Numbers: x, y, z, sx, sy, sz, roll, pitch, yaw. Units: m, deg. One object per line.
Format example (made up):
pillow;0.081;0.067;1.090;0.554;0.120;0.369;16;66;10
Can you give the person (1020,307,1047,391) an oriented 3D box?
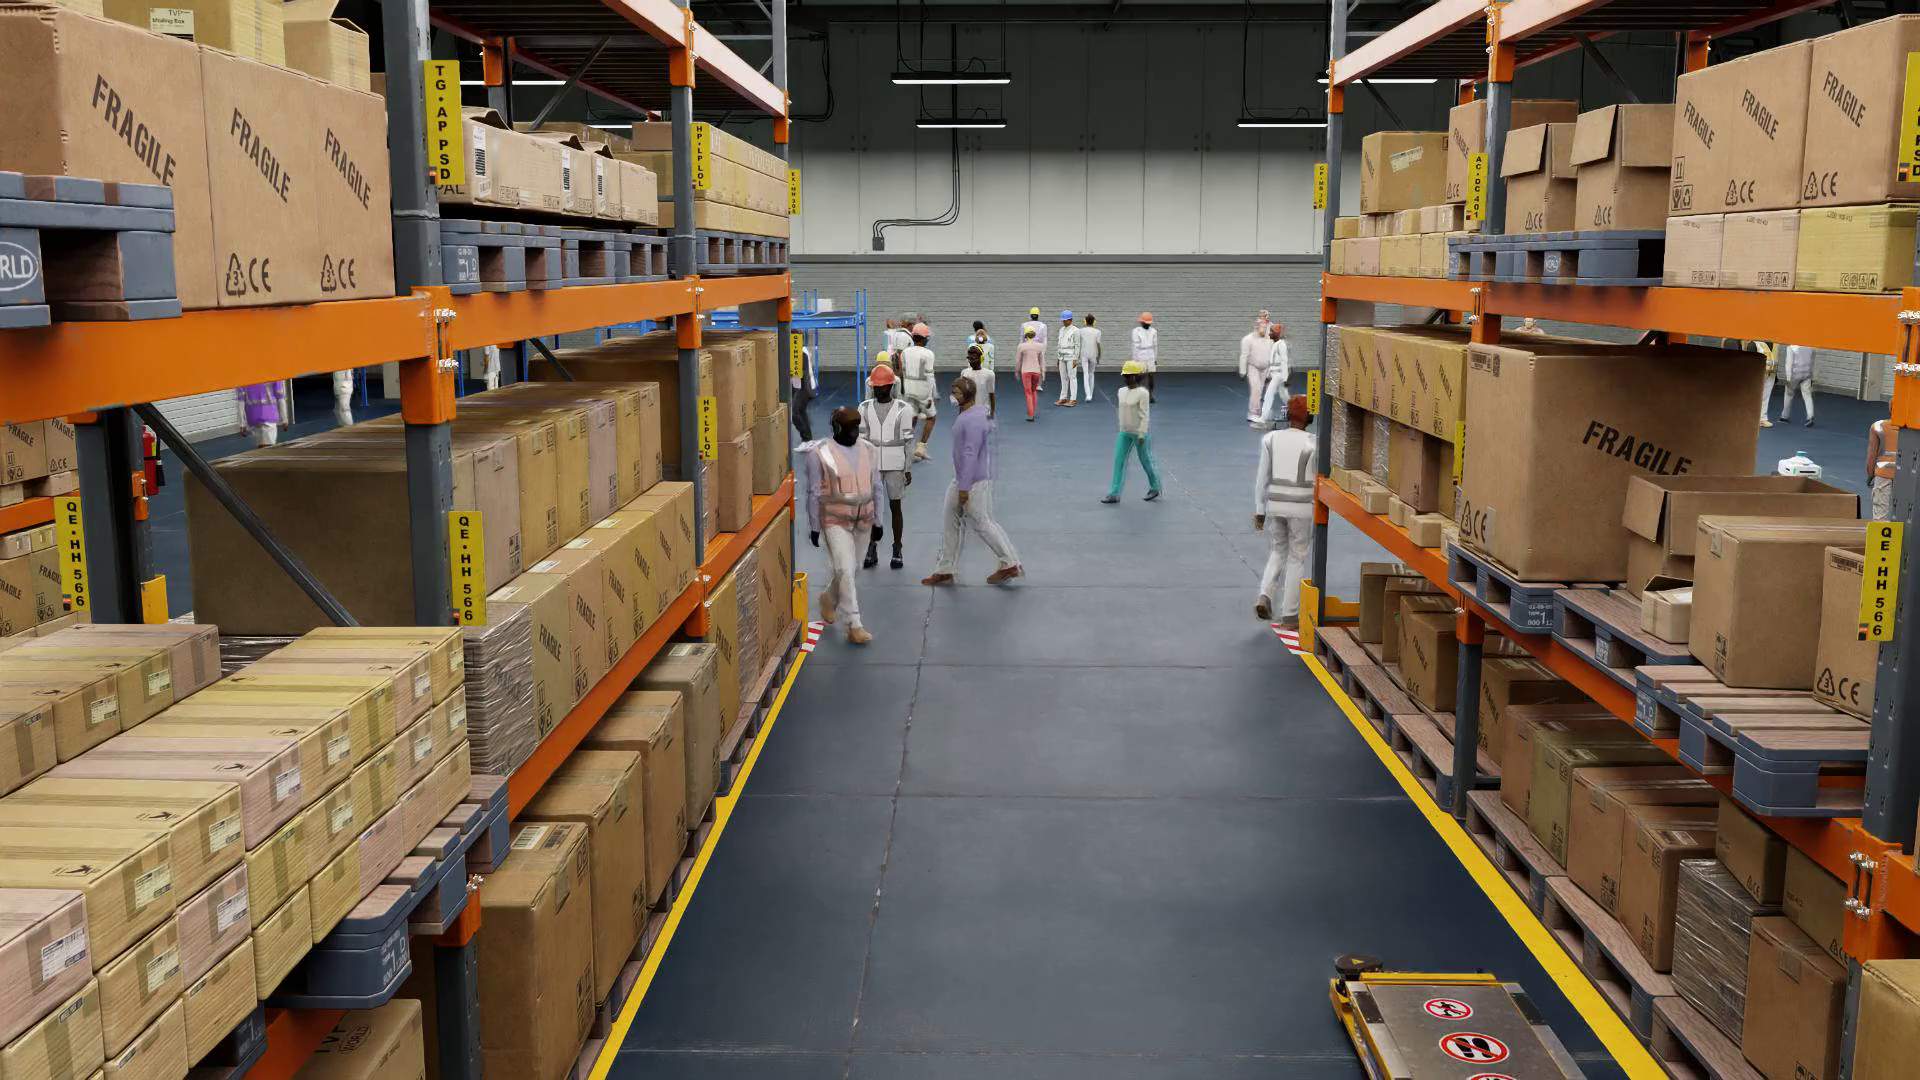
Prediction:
person;1.642;-4.240;37.182;0.611;1.899;0.770;1;9;3

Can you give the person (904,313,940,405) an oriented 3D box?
person;-0.779;-3.652;33.716;0.632;1.889;1.021;8;13;41

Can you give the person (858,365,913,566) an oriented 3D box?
person;-0.729;-0.710;15.912;0.551;1.933;0.370;2;10;10

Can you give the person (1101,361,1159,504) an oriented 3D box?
person;2.114;-1.316;20.185;0.898;1.722;0.536;-8;13;-41

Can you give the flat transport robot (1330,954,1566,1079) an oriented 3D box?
flat transport robot;1.762;1.827;5.821;0.652;0.197;1.431;0;9;1

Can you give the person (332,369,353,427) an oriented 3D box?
person;-9.900;-2.343;26.597;0.396;1.620;0.543;-1;10;-8

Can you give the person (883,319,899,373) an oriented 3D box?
person;-1.519;-4.309;38.444;0.707;1.616;0.526;9;13;43

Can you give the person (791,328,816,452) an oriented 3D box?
person;-2.470;-2.302;25.560;0.484;1.892;0.634;-3;10;-19

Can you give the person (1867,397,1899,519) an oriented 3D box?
person;9.078;-0.600;16.142;0.512;1.639;0.312;7;12;35

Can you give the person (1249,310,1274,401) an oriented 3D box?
person;6.387;-3.887;35.030;0.401;1.906;0.651;-8;13;-41

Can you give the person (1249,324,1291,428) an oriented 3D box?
person;5.648;-2.893;29.323;0.981;1.840;0.582;0;9;3

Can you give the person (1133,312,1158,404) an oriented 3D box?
person;3.821;-3.790;34.512;0.560;1.890;0.655;-3;10;-16

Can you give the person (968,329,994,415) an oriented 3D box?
person;0.404;-3.219;31.843;0.500;1.633;0.280;0;9;0

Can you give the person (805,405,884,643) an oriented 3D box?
person;-0.910;-0.156;12.986;0.631;1.814;0.873;-6;11;-34

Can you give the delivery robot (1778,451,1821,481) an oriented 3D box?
delivery robot;10.508;-0.865;20.818;0.477;0.478;0.707;2;10;12

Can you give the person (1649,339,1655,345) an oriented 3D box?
person;9.407;-1.832;22.563;0.647;1.951;0.962;-1;10;-7

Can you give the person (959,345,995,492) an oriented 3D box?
person;0.203;-1.544;21.127;0.520;1.865;0.328;5;10;25

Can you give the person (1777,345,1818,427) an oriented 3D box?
person;15.035;-2.932;29.718;0.603;1.780;0.965;-1;10;-4

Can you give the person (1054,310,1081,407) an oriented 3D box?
person;2.181;-3.682;33.695;0.393;1.943;0.602;-7;12;-38

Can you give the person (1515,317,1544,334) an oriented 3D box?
person;11.154;-3.496;32.710;0.638;1.902;0.406;2;10;11

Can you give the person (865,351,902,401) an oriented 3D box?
person;-0.997;-1.615;21.935;0.484;1.736;0.307;1;10;5

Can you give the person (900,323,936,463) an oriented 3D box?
person;-0.600;-2.128;24.157;0.620;2.026;0.473;6;11;34

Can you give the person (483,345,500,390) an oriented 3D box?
person;-8.440;-3.011;29.926;0.311;1.863;0.510;1;10;7

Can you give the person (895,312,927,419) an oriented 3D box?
person;-1.068;-3.278;31.108;0.908;2.000;0.681;0;9;0

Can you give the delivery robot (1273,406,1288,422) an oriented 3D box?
delivery robot;5.330;-2.080;27.307;0.335;0.223;0.698;3;9;17

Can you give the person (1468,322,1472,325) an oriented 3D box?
person;10.435;-3.630;34.113;0.316;1.695;0.541;-5;11;-27

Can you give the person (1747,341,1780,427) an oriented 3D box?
person;14.214;-2.917;29.420;0.633;1.840;0.429;-3;10;-16

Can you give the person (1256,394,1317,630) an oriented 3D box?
person;2.623;-0.223;13.181;0.583;1.870;0.422;9;13;42

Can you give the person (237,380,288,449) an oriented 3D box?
person;-8.788;-1.520;20.872;0.538;1.906;0.954;0;9;-1

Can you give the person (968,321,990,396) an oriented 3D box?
person;0.436;-3.797;35.165;0.537;1.679;0.529;-4;10;-24

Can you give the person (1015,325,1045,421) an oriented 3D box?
person;1.260;-3.078;30.664;0.544;1.743;0.674;-3;10;-18

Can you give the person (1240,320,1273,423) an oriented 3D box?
person;5.417;-3.036;30.039;0.636;1.871;0.781;-5;11;-29

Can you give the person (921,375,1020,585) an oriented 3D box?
person;0.129;-0.524;14.979;0.910;1.918;0.642;-2;10;-9

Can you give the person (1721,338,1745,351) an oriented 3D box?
person;16.783;-4.022;36.165;0.529;1.797;0.944;7;12;35

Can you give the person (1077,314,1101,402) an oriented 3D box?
person;2.703;-3.830;34.992;0.519;1.820;0.960;-1;9;-4
